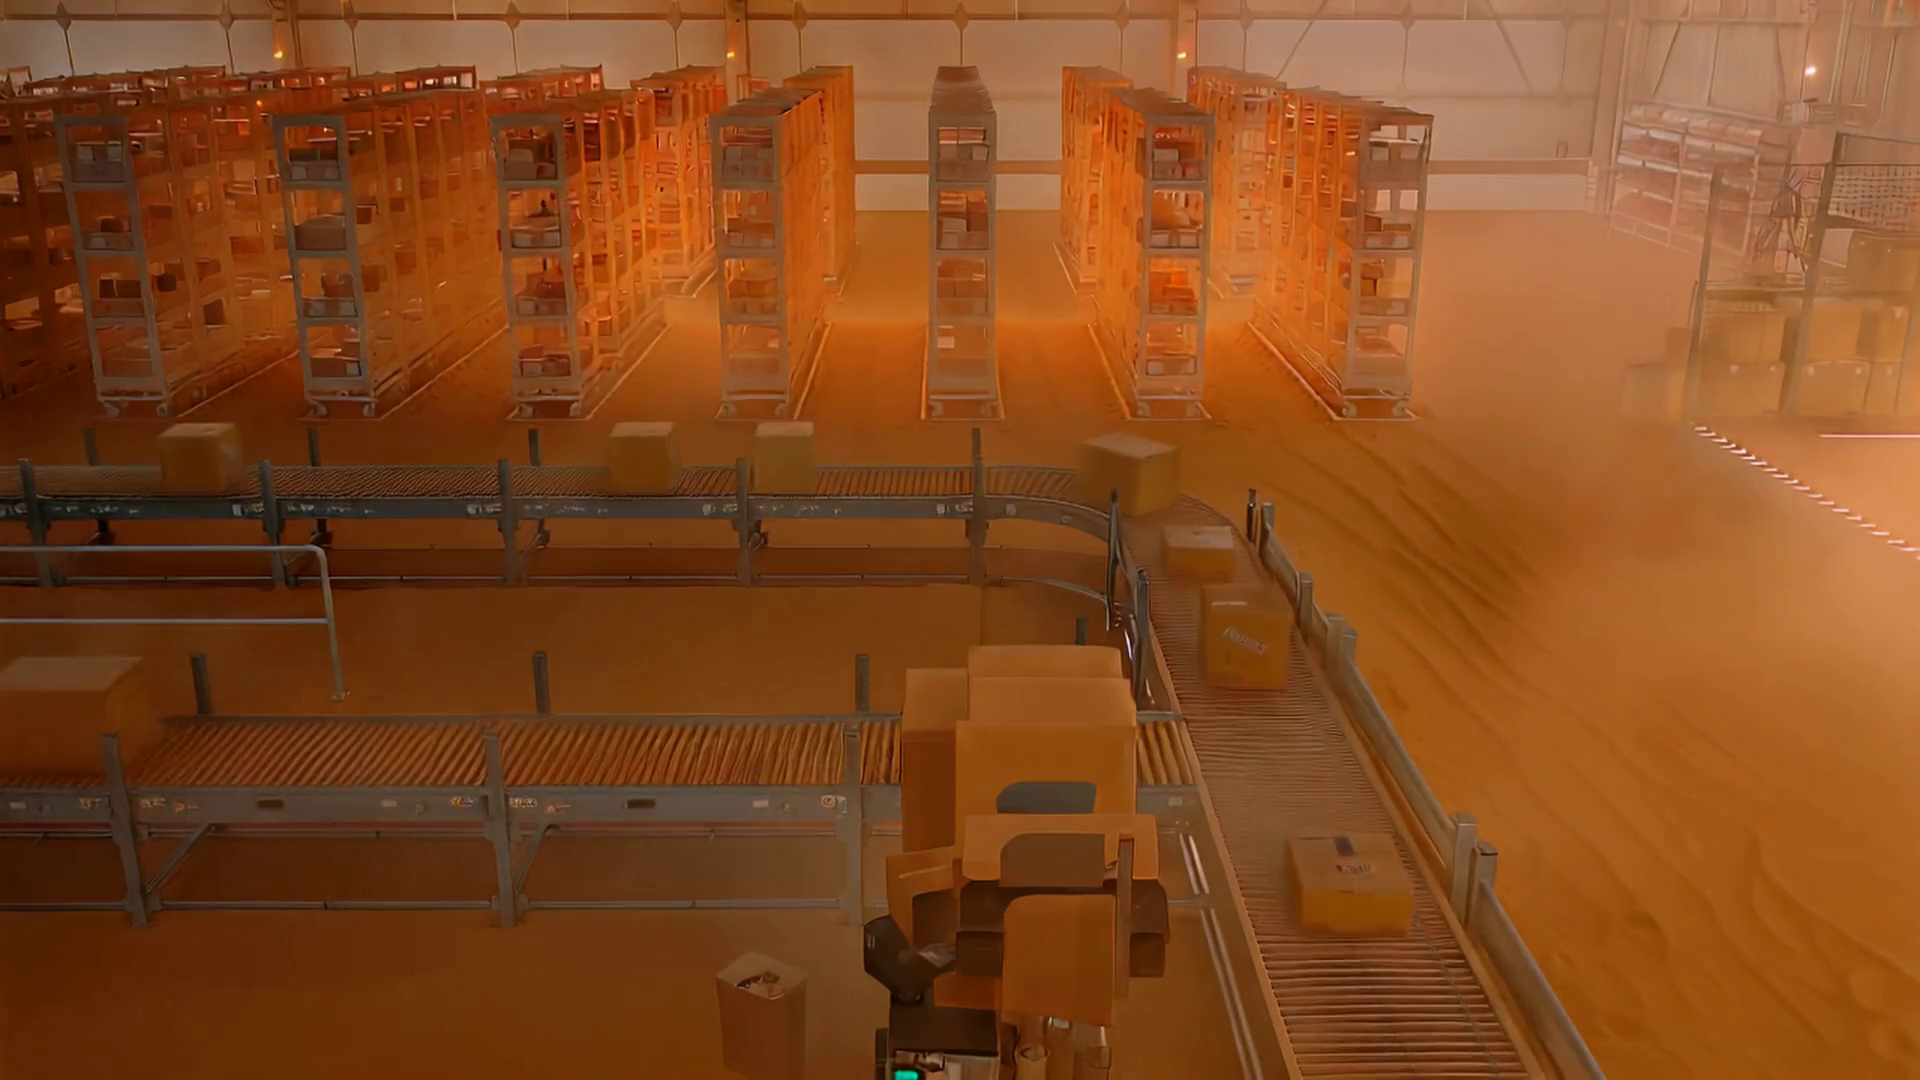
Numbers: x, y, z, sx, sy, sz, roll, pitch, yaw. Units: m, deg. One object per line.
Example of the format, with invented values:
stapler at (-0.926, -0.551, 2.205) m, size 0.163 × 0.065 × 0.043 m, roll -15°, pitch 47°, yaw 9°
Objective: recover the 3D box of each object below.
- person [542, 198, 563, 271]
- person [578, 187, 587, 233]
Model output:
person at (-6.454, -4.585, 26.794) m, size 0.591 × 1.834 × 0.404 m, roll -5°, pitch 19°, yaw -16°
person at (-6.112, -4.778, 27.164) m, size 0.456 × 1.970 × 0.600 m, roll -8°, pitch 20°, yaw -23°
